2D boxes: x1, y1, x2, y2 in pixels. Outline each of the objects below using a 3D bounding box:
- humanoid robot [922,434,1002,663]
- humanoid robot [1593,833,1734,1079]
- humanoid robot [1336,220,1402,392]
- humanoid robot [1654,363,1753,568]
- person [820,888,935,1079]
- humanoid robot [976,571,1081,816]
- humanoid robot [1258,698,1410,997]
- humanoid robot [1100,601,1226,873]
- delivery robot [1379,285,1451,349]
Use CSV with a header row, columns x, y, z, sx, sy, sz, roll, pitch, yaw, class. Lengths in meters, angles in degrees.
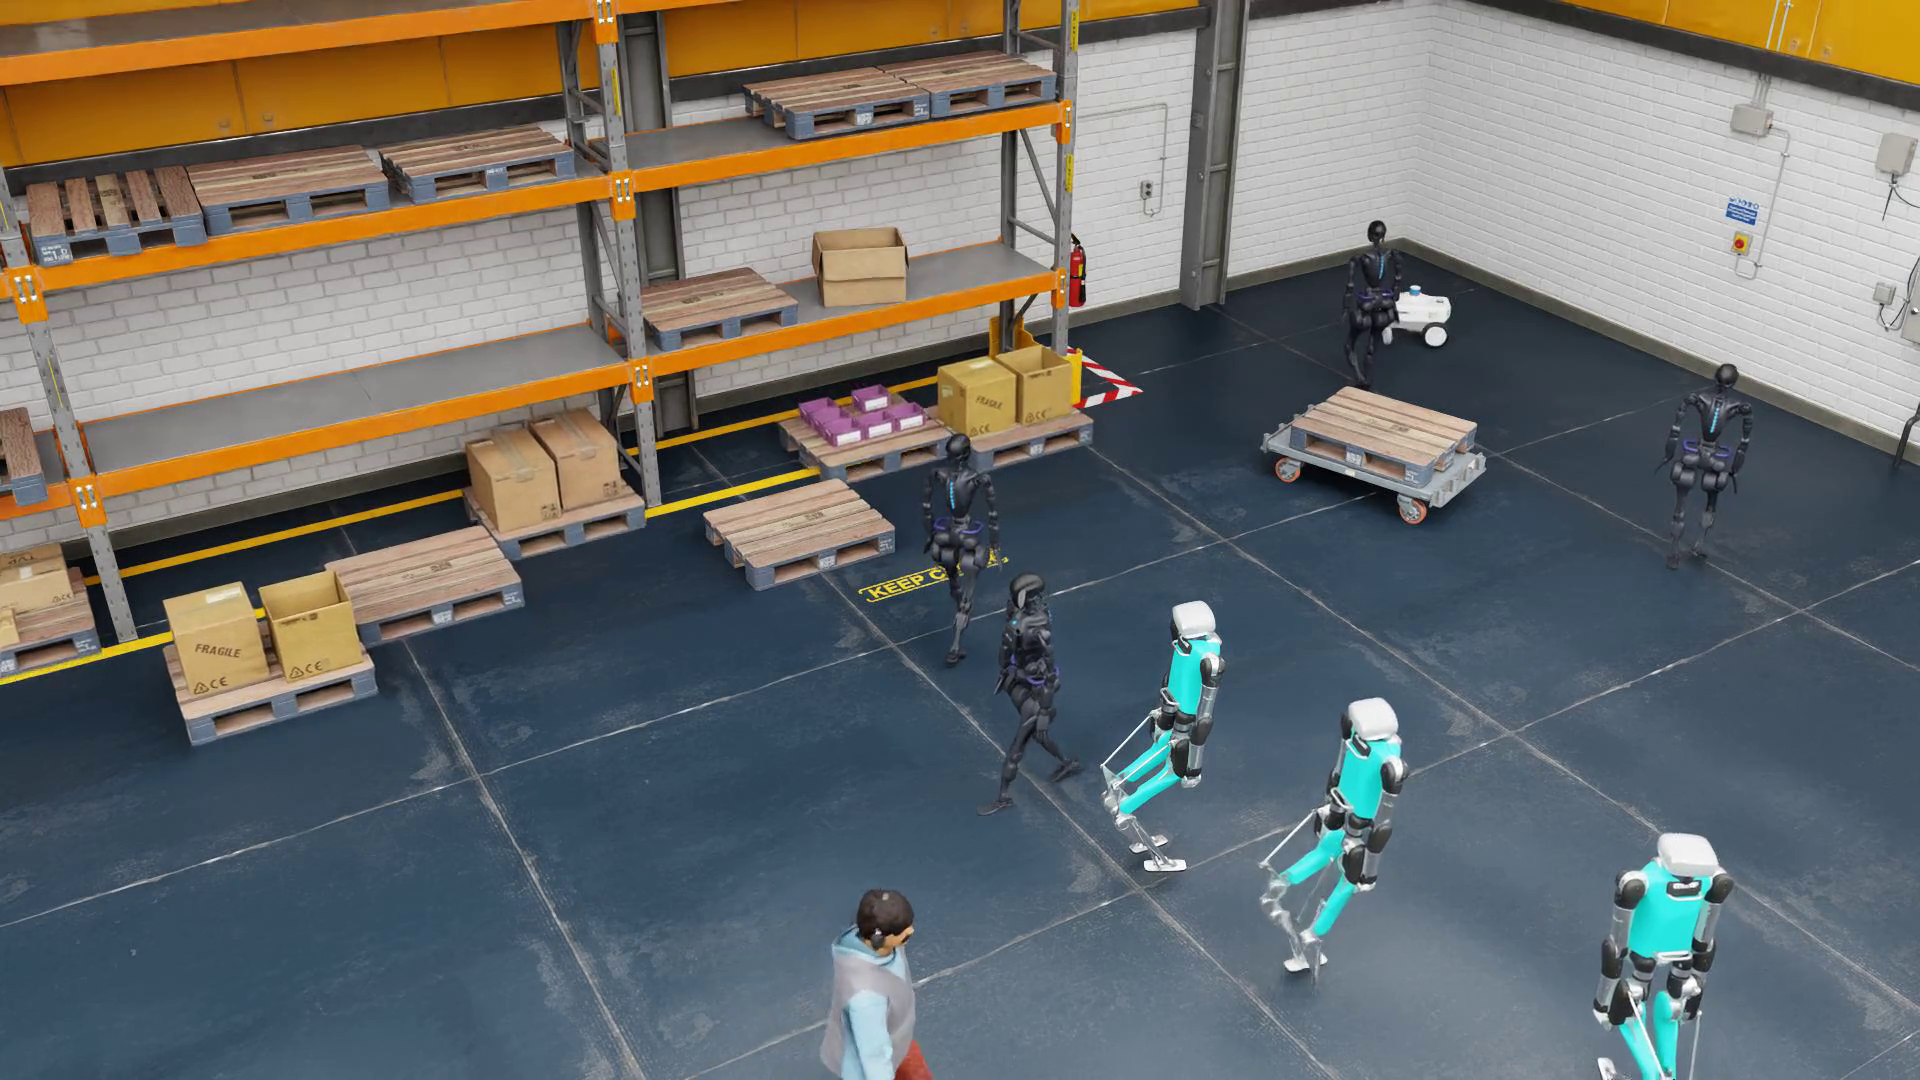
x,y,z,sx,sy,sz,roll,pitch,yaw,class
0.003,0.009,11.576,0.600,1.624,0.794,11,31,19,humanoid robot
3.222,2.196,7.602,0.546,1.759,0.943,-4,30,-6,humanoid robot
3.801,-2.123,15.300,0.613,1.642,0.386,-8,30,-14,humanoid robot
5.586,-0.570,12.552,0.601,1.652,0.386,13,32,22,humanoid robot
-0.359,2.266,7.337,0.489,1.862,0.577,3,30,5,person
0.431,0.883,10.036,0.789,1.627,0.609,-14,33,-24,humanoid robot
1.844,1.671,8.626,0.729,1.884,0.542,-8,31,-14,humanoid robot
1.062,1.138,9.332,0.735,1.677,0.533,-8,30,-14,humanoid robot
4.561,-2.242,16.667,0.781,0.610,0.515,4,30,7,delivery robot
